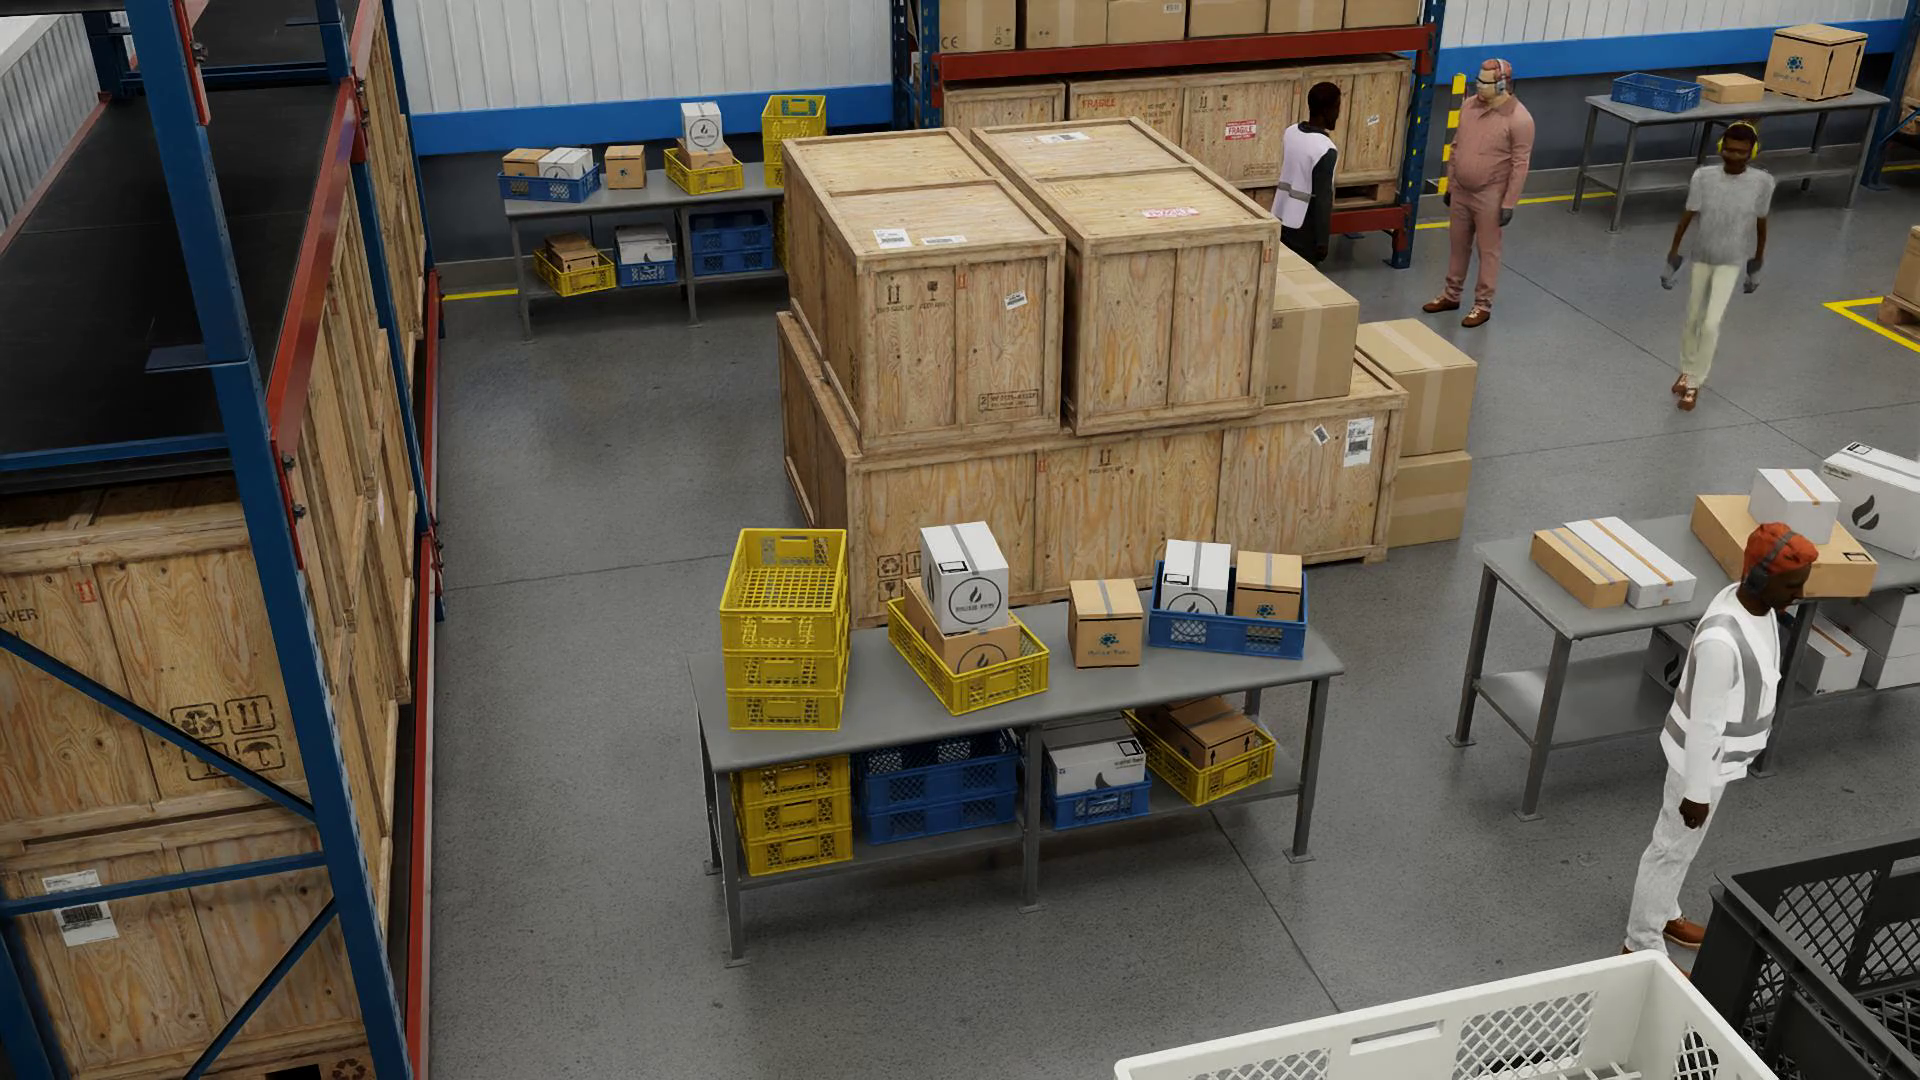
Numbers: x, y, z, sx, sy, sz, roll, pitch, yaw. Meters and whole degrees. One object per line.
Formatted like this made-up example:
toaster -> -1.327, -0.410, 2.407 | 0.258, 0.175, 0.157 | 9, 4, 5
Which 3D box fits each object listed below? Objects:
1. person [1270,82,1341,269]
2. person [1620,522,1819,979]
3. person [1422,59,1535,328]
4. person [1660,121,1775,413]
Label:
person -> 2.322, -2.145, 11.299 | 0.385, 1.912, 0.592 | -9, 30, -15
person -> 2.720, 0.781, 6.009 | 0.355, 1.887, 0.573 | 18, 34, 29
person -> 3.714, -2.481, 11.912 | 0.399, 1.905, 0.643 | -17, 33, -27
person -> 4.780, -1.728, 10.607 | 0.549, 1.841, 0.758 | 20, 35, 32
